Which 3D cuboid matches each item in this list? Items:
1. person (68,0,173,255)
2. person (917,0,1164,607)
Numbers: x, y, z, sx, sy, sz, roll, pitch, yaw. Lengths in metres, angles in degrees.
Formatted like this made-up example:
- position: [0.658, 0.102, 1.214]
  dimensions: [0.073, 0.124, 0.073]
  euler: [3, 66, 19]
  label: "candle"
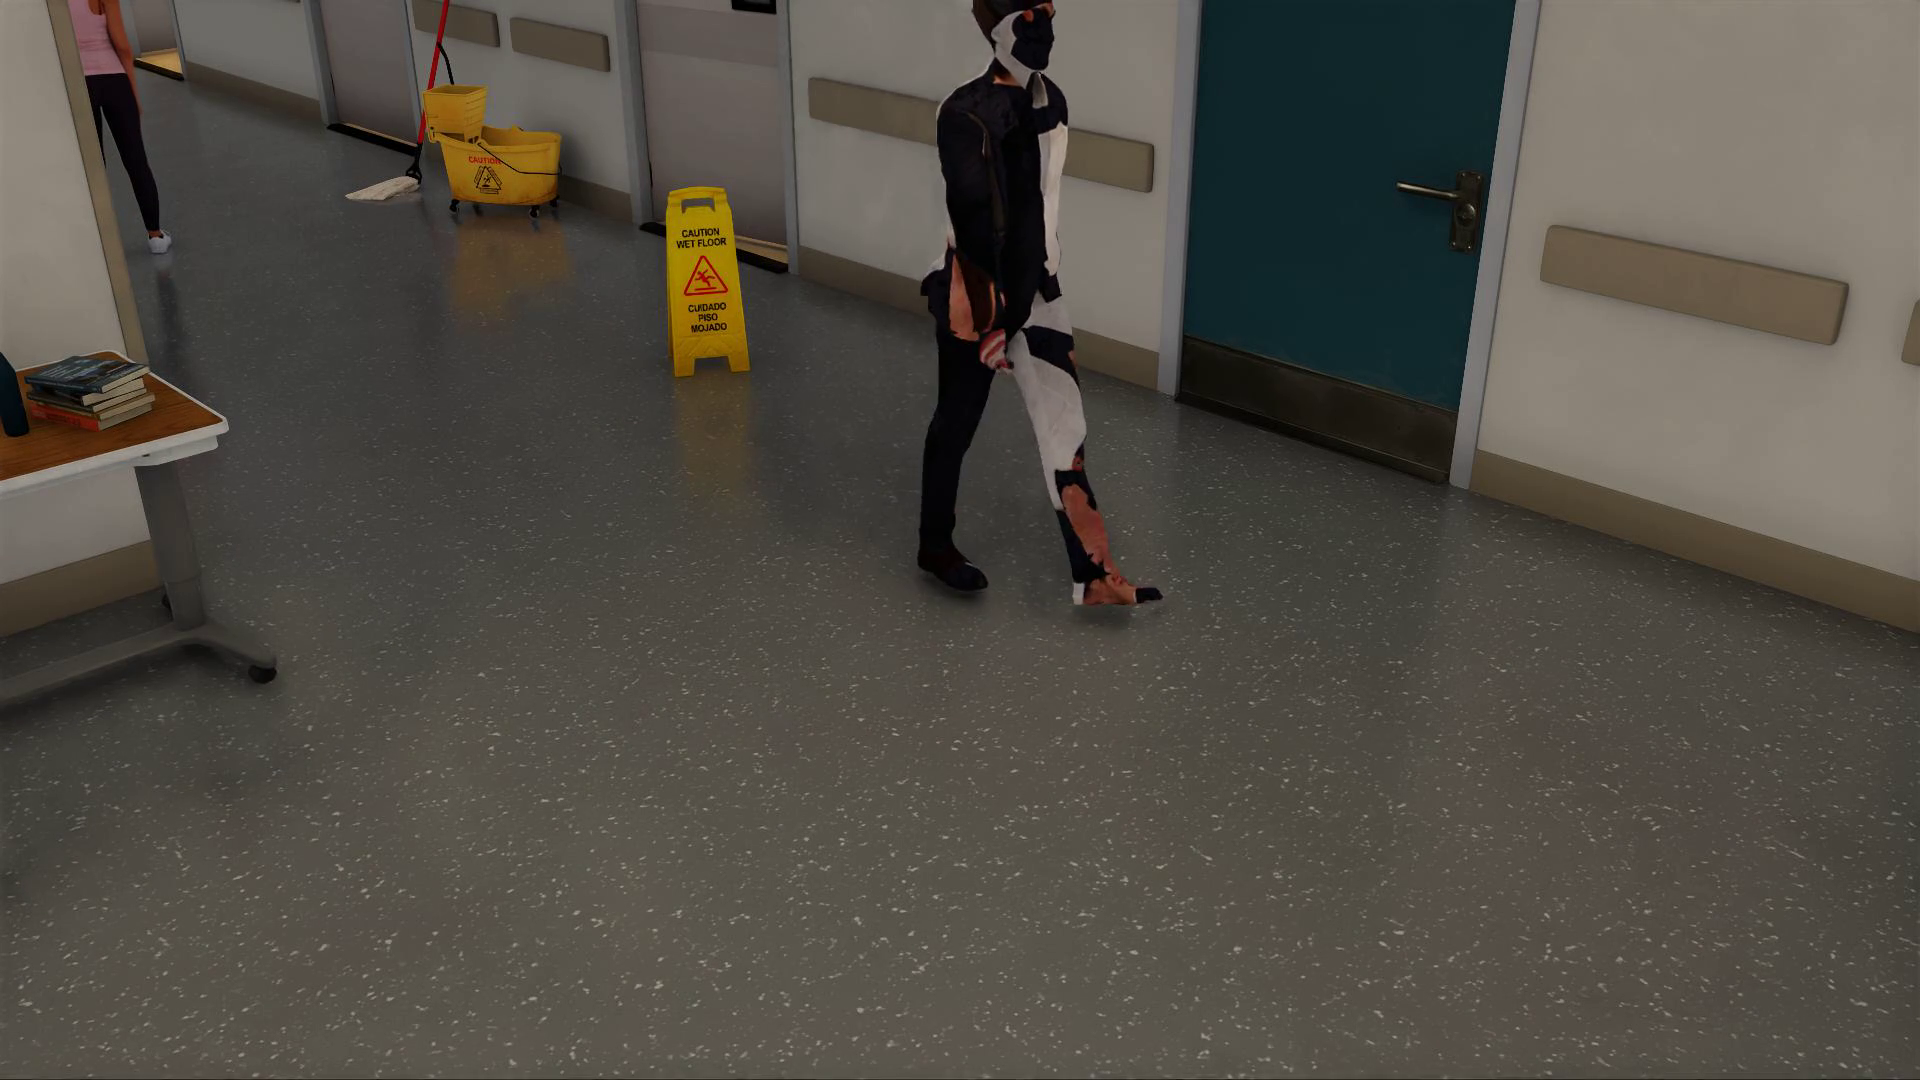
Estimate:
- position: [-4.297, -2.223, 8.281]
  dimensions: [0.626, 1.637, 0.623]
  euler: [-14, 29, -26]
  label: "person"
- position: [0.046, -0.683, 4.839]
  dimensions: [0.677, 1.853, 1.048]
  euler: [-23, 34, -39]
  label: "person"
